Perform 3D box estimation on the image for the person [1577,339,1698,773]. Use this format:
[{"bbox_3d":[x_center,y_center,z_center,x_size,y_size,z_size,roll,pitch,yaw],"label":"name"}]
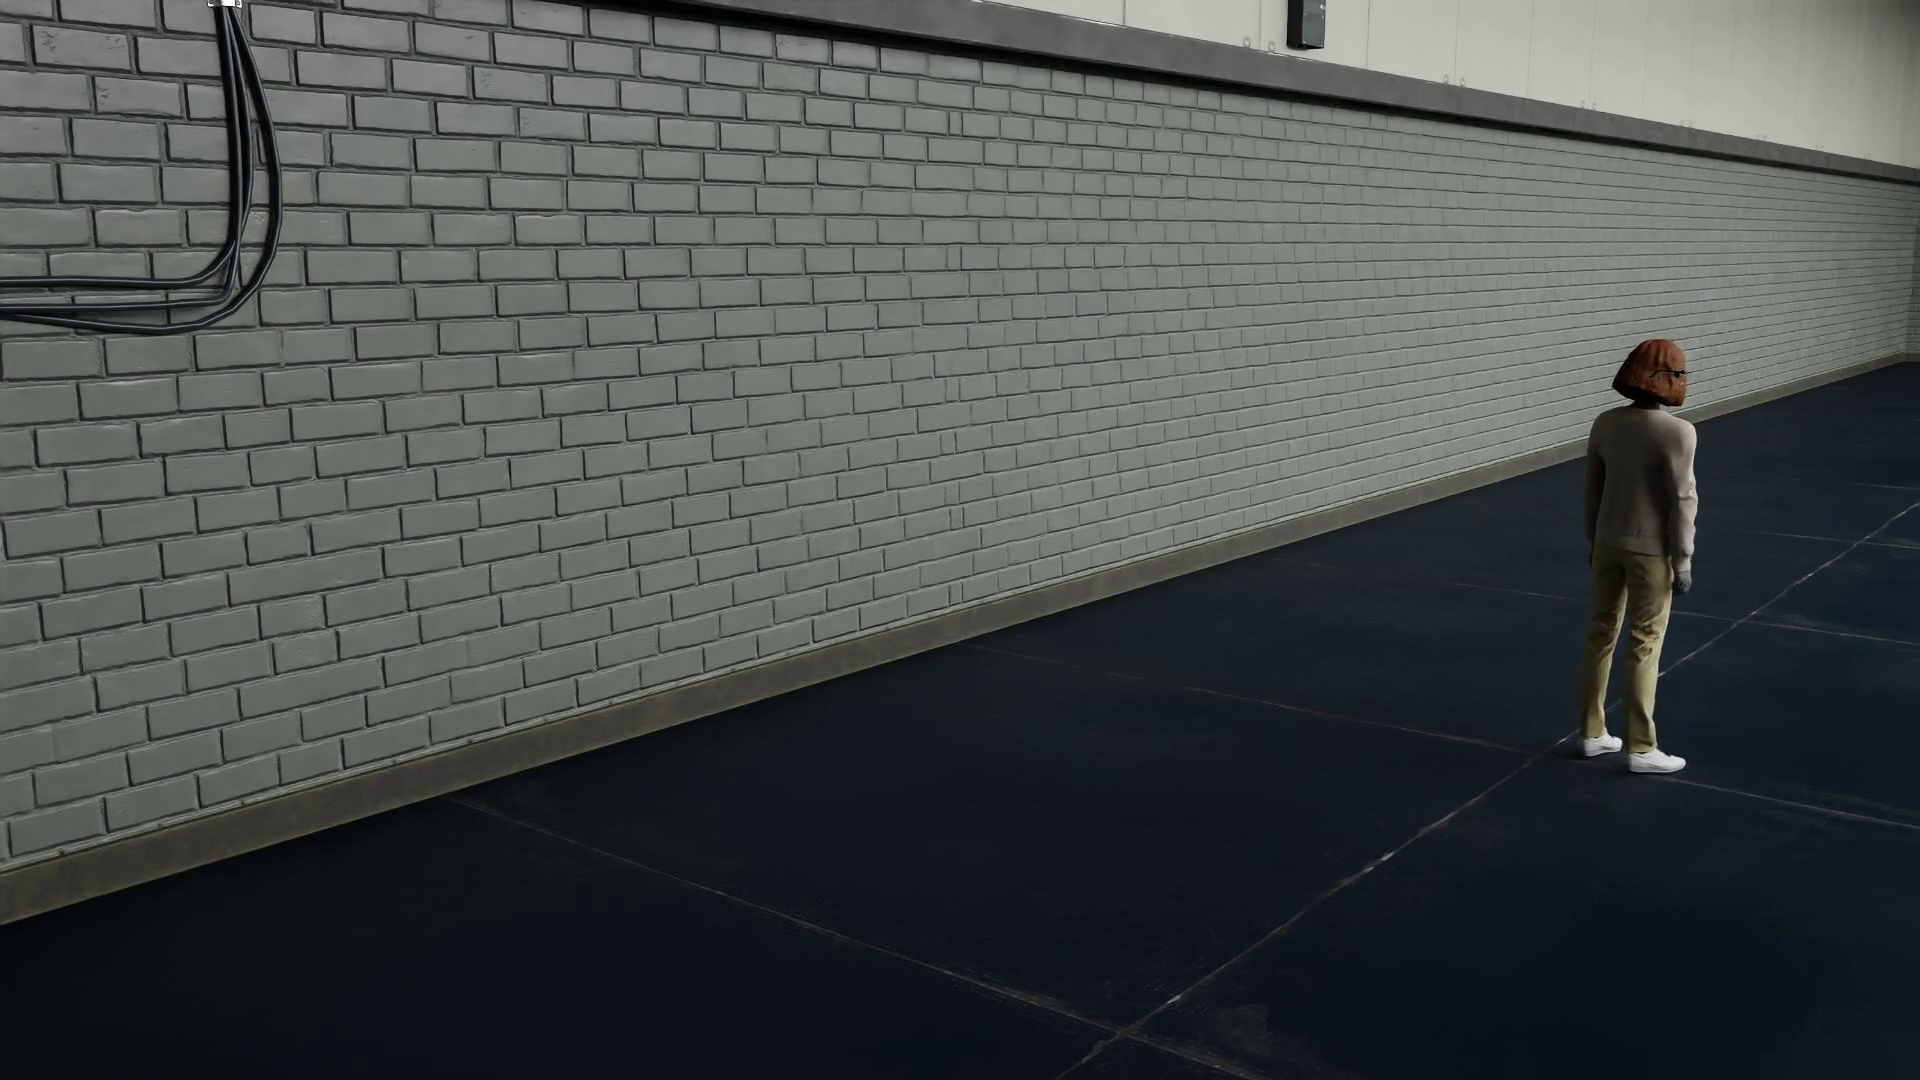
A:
[{"bbox_3d":[2.584,0.055,6.340,0.285,1.631,0.502,-4,11,-23],"label":"person"}]
